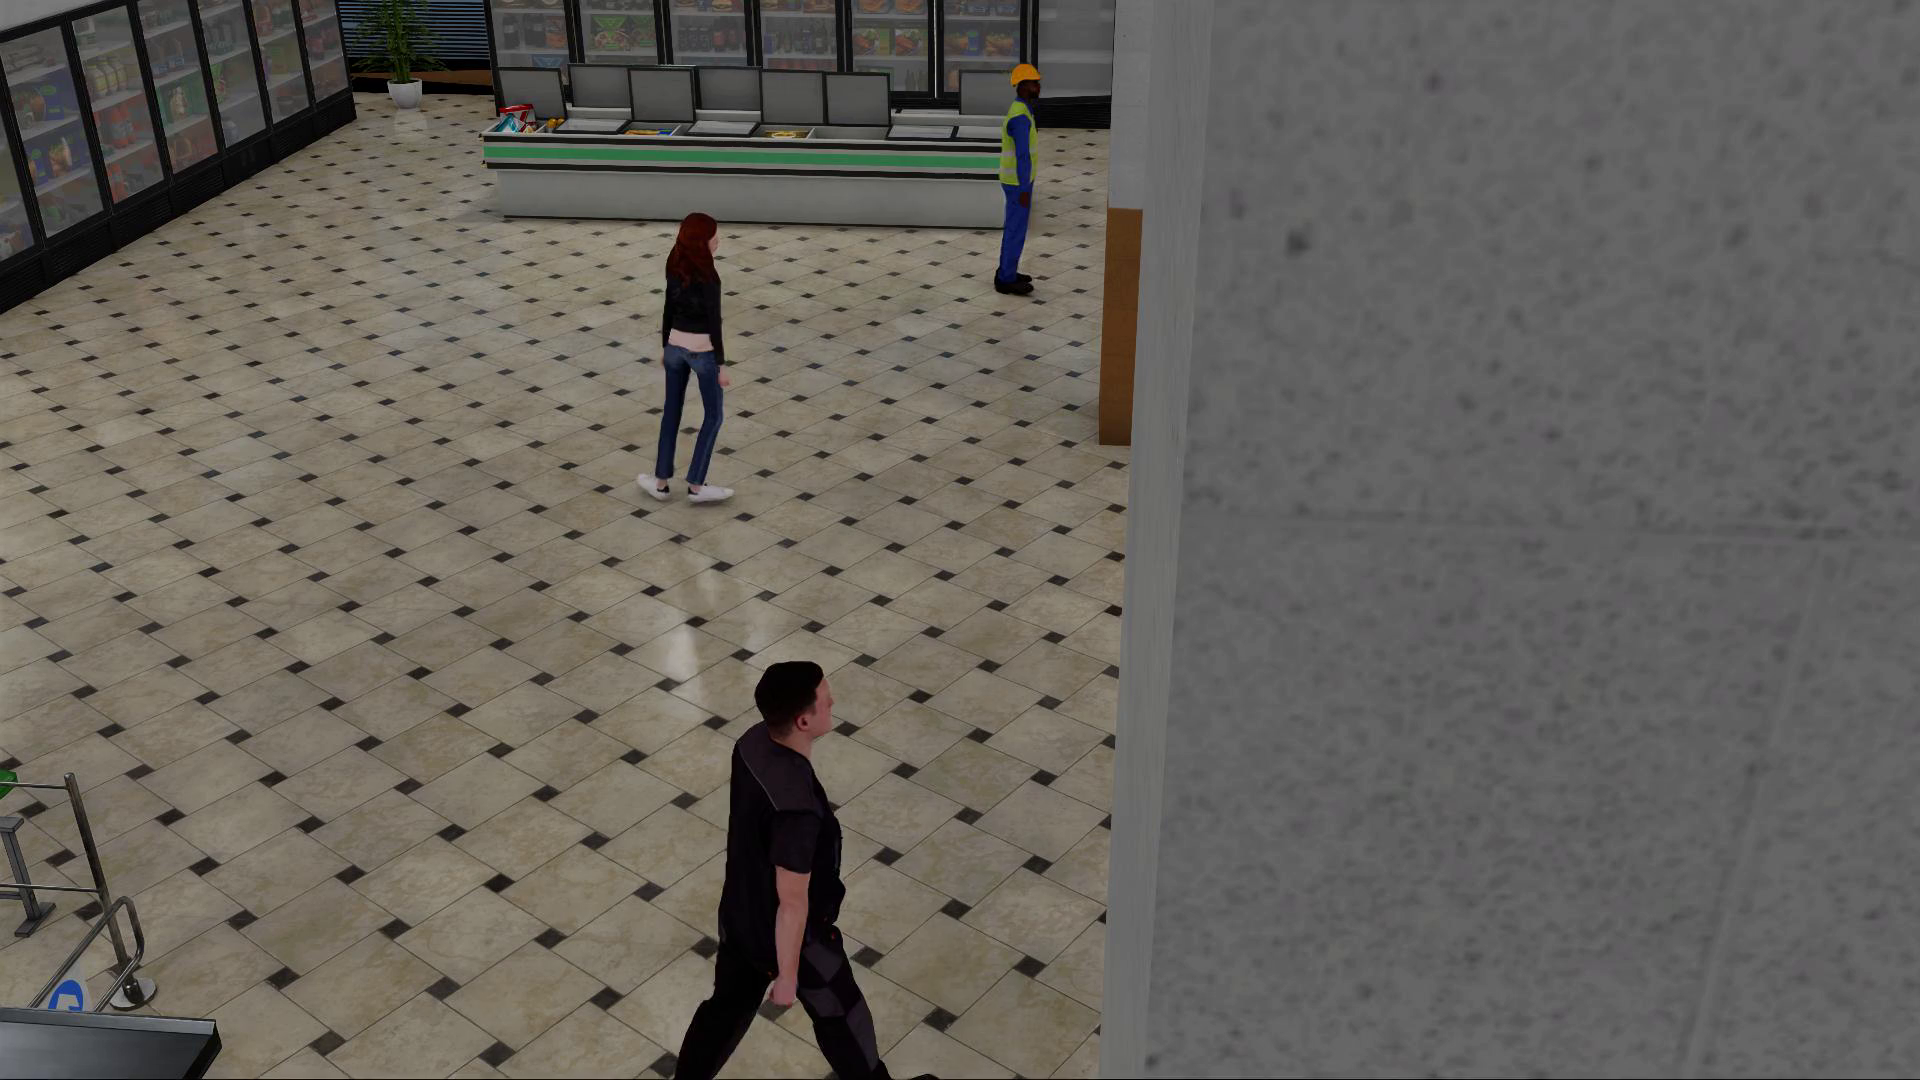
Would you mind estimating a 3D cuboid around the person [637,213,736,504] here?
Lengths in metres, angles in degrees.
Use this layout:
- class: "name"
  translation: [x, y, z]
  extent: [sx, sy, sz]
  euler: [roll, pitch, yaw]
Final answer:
- class: "person"
  translation: [-1.590, -1.029, 9.638]
  extent: [0.790, 1.764, 0.934]
  euler: [16, 31, 28]

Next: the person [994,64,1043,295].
- class: "person"
  translation: [0.458, -2.864, 13.209]
  extent: [0.582, 1.807, 0.661]
  euler: [1, 27, 2]

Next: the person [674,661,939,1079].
- class: "person"
  translation: [-0.646, 1.232, 5.149]
  extent: [1.322, 1.793, 1.101]
  euler: [-11, 29, -20]
